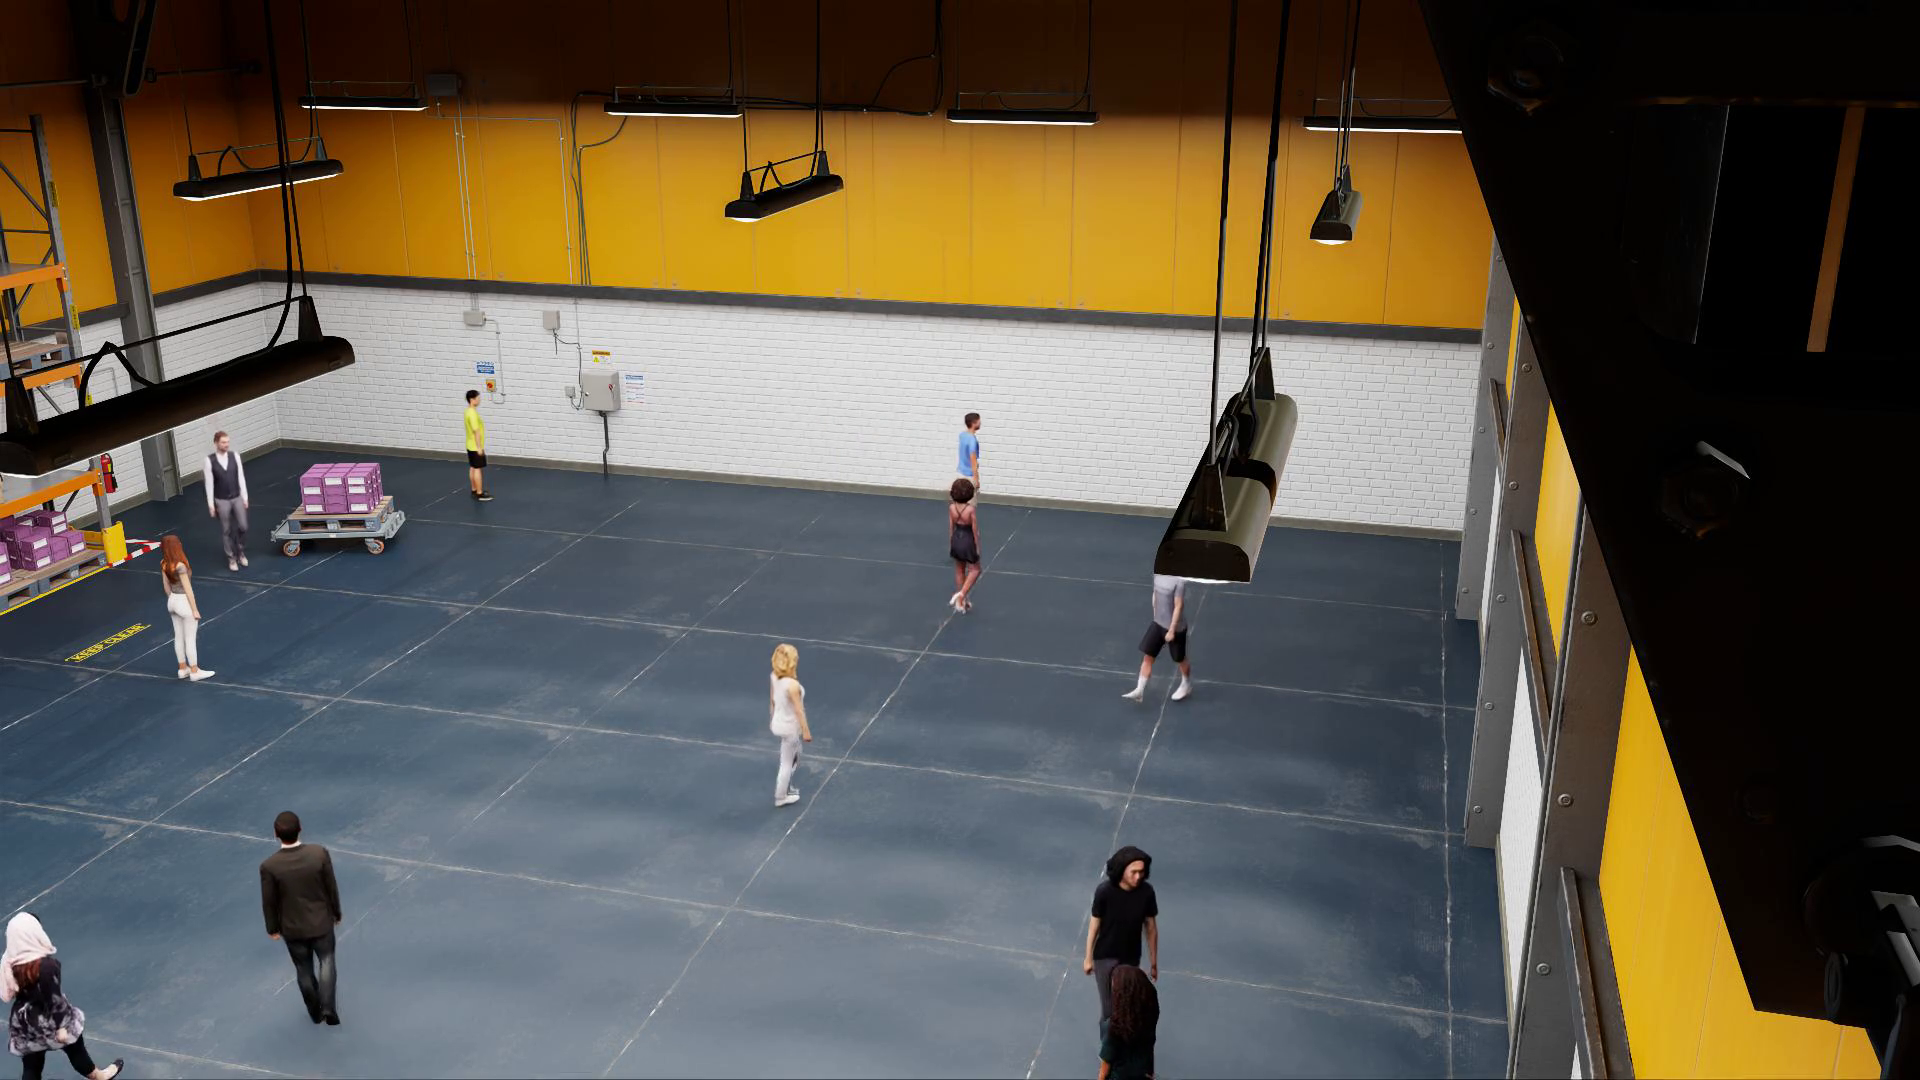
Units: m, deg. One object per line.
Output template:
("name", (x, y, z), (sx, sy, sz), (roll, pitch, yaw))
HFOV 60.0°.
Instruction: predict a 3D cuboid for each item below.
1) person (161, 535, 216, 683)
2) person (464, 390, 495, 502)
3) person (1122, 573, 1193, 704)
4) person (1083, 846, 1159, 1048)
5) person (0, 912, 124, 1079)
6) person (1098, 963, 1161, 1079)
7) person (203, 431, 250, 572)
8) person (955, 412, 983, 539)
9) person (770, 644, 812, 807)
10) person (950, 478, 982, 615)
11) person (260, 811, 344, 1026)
("person", (-8.846, 0.764, 18.892), (0.631, 1.724, 0.598), (11, 21, 28))
("person", (-7.447, -1.462, 25.532), (0.750, 1.706, 0.686), (-10, 21, -27))
("person", (2.374, 0.921, 18.257), (1.266, 1.833, 1.129), (-13, 23, -35))
("person", (1.132, 2.983, 12.154), (0.793, 1.819, 0.823), (-6, 19, -16))
("person", (-6.374, 3.345, 11.410), (0.666, 1.608, 0.973), (6, 20, 17))
("person", (1.145, 3.554, 10.845), (0.998, 1.572, 1.132), (17, 25, 41))
("person", (-9.928, -0.561, 22.508), (0.775, 1.927, 0.855), (-13, 23, -34))
("person", (0.035, -0.907, 23.657), (0.879, 1.849, 0.806), (-6, 20, -17))
("person", (-1.727, 1.795, 15.933), (0.761, 1.658, 0.704), (-11, 22, -30))
("person", (0.019, 0.124, 20.708), (0.691, 1.779, 0.849), (12, 22, 31))
("person", (-4.894, 2.889, 12.476), (0.951, 1.792, 1.021), (-8, 20, -23))
